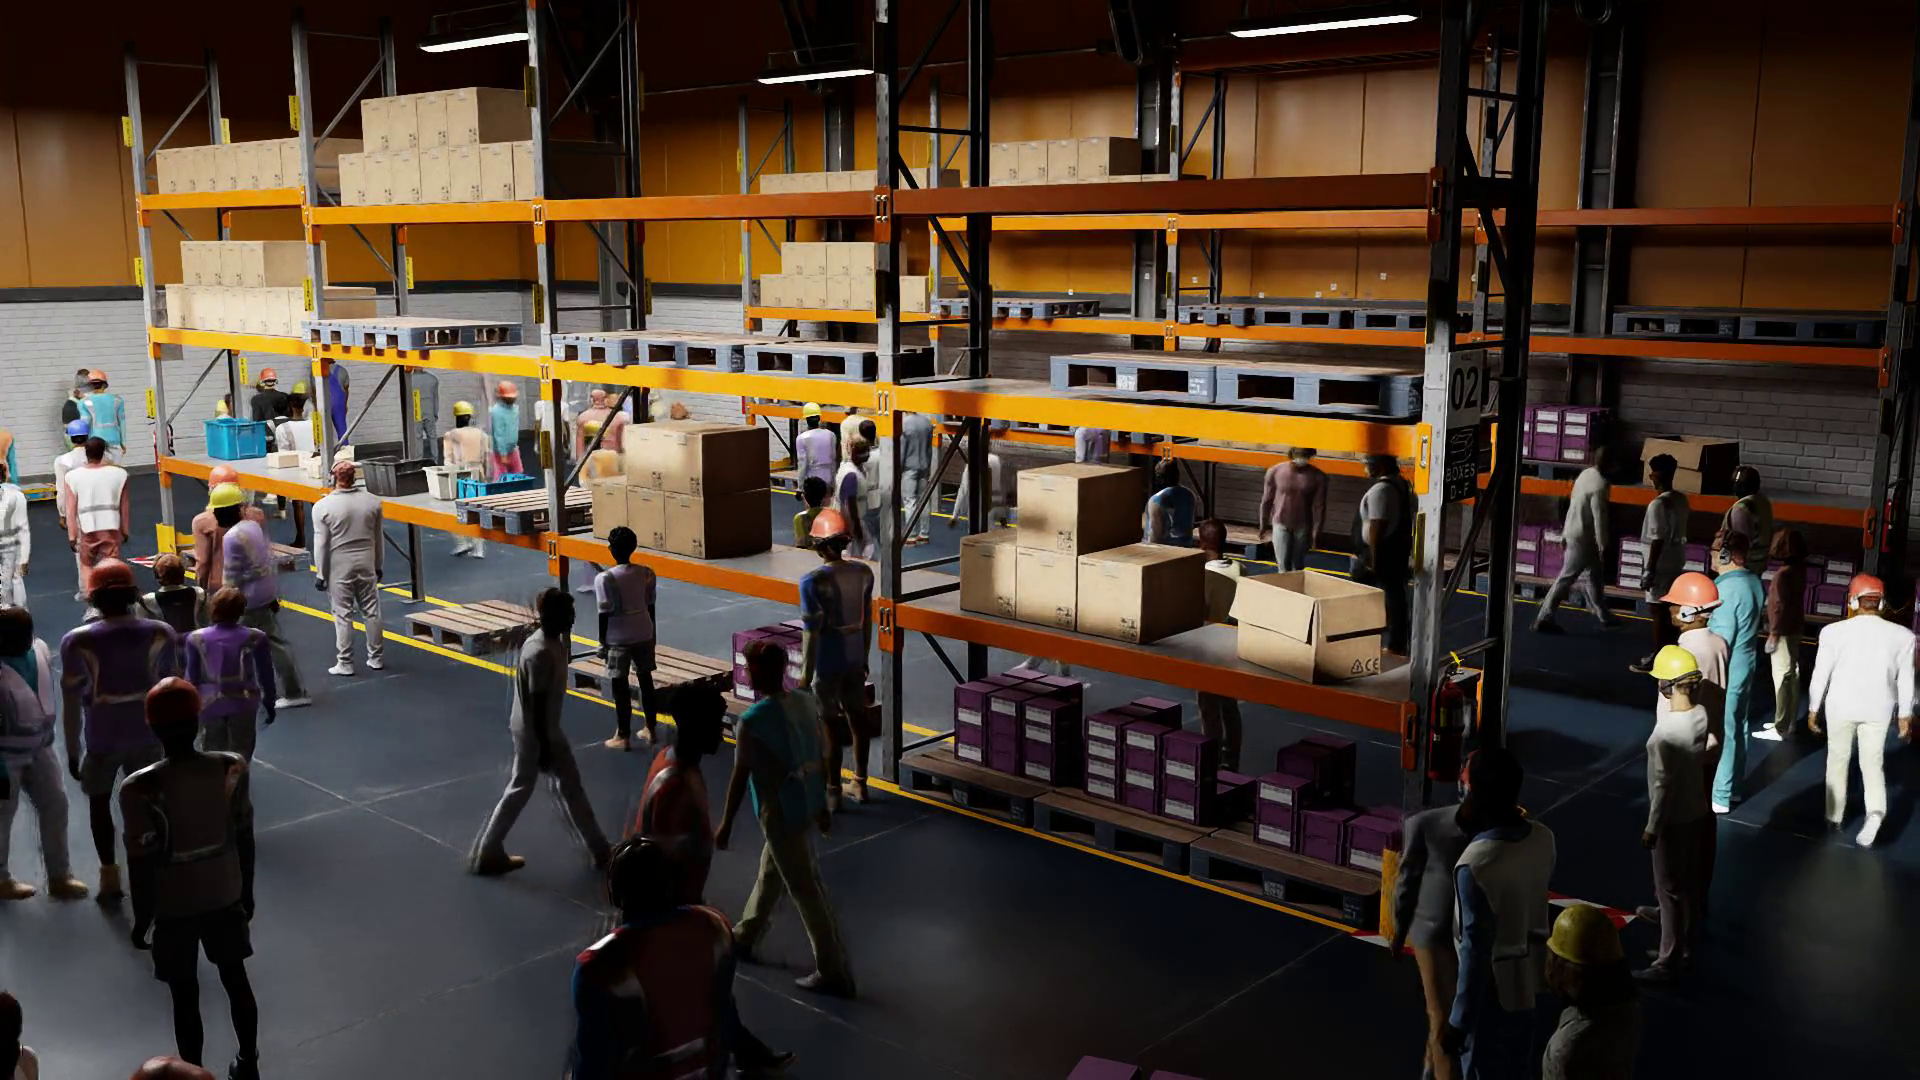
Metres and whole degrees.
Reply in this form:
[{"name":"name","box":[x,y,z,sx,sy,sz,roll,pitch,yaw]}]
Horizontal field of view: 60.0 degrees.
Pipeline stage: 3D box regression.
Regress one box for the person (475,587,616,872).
[{"name":"person","box":[-2.483,1.146,9.970,0.974,1.777,0.582,0,10,0]}]

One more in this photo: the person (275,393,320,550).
[{"name":"person","box":[-8.198,-0.852,20.716,0.372,1.966,0.608,10,14,43]}]

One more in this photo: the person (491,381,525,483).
[{"name":"person","box":[-6.279,-1.238,22.980,0.666,1.936,0.646,3,10,17]}]

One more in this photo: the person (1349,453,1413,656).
[{"name":"person","box":[3.827,0.090,15.183,0.607,2.000,0.692,9,14,42]}]

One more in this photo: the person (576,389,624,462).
[{"name":"person","box":[-4.801,-1.061,22.155,0.665,1.879,0.528,-5,11,-26]}]

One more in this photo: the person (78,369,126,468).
[{"name":"person","box":[-12.130,-1.389,23.550,0.394,2.040,0.609,10,14,43]}]

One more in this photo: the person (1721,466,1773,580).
[{"name":"person","box":[6.942,0.262,14.786,0.430,1.841,0.624,10,14,43]}]

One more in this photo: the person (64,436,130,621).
[{"name":"person","box":[-8.615,-0.094,16.650,0.591,1.892,0.574,-7,12,-34]}]

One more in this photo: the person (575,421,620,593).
[{"name":"person","box":[-3.946,-0.343,18.031,0.686,1.904,0.606,8,13,39]}]

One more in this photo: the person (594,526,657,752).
[{"name":"person","box":[-2.499,0.740,12.477,0.322,1.697,0.536,10,14,43]}]

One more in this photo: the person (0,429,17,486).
[{"name":"person","box":[-11.674,-0.691,19.985,0.640,1.894,0.598,-10,14,-44]}]

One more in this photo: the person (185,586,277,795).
[{"name":"person","box":[-4.692,1.097,10.743,0.525,1.582,0.869,-2,10,-10]}]

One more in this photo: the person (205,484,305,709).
[{"name":"person","box":[-5.822,0.474,13.463,0.931,1.872,0.587,-2,10,-11]}]

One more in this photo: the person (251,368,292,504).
[{"name":"person","box":[-10.098,-1.526,24.445,0.392,1.995,0.612,10,14,43]}]

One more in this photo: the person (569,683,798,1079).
[{"name":"person","box":[-1.281,1.544,7.397,1.020,1.893,0.668,-1,10,-3]}]

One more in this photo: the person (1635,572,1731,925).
[{"name":"person","box":[4.032,1.163,9.241,0.392,1.995,0.612,10,14,43]}]

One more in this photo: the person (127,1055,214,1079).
[{"name":"person","box":[-1.678,2.124,3.686,0.394,2.040,0.609,10,14,43]}]

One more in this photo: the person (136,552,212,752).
[{"name":"person","box":[-5.526,0.896,11.755,0.315,1.641,0.515,10,14,43]}]

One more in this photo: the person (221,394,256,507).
[{"name":"person","box":[-9.538,-1.000,21.836,0.657,1.863,0.622,3,10,17]}]

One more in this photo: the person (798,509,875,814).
[{"name":"person","box":[-0.847,0.807,11.120,0.394,2.044,0.609,10,14,43]}]

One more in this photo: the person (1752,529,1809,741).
[{"name":"person","box":[6.309,0.724,12.747,0.285,1.633,0.501,10,14,43]}]

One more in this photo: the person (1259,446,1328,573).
[{"name":"person","box":[3.378,-0.129,16.909,0.642,1.883,1.021,2,10,9]}]

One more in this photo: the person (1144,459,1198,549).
[{"name":"person","box":[1.901,0.178,15.260,0.430,1.841,0.624,10,14,43]}]

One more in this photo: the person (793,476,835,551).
[{"name":"person","box":[-1.305,0.262,15.180,0.322,1.697,0.536,10,14,43]}]

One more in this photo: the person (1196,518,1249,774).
[{"name":"person","box":[1.772,0.803,11.507,0.398,1.917,0.590,10,14,43]}]

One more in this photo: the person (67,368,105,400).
[{"name":"person","box":[-13.801,-1.791,26.363,0.395,1.847,0.564,10,14,43]}]

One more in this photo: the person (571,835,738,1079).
[{"name":"person","box":[-1.036,1.887,5.595,0.430,1.841,0.624,10,14,43]}]

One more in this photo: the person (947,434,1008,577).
[{"name":"person","box":[0.192,-0.275,17.814,0.991,1.827,0.598,6,12,32]}]

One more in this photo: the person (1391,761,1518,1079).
[{"name":"person","box":[2.145,1.694,7.090,0.578,1.693,0.881,1,10,4]}]

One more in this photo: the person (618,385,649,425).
[{"name":"person","box":[-5.040,-1.680,25.704,0.588,1.876,0.976,2,10,10]}]

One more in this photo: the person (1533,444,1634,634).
[{"name":"person","box":[6.090,0.000,16.119,1.019,1.877,0.653,1,10,8]}]
